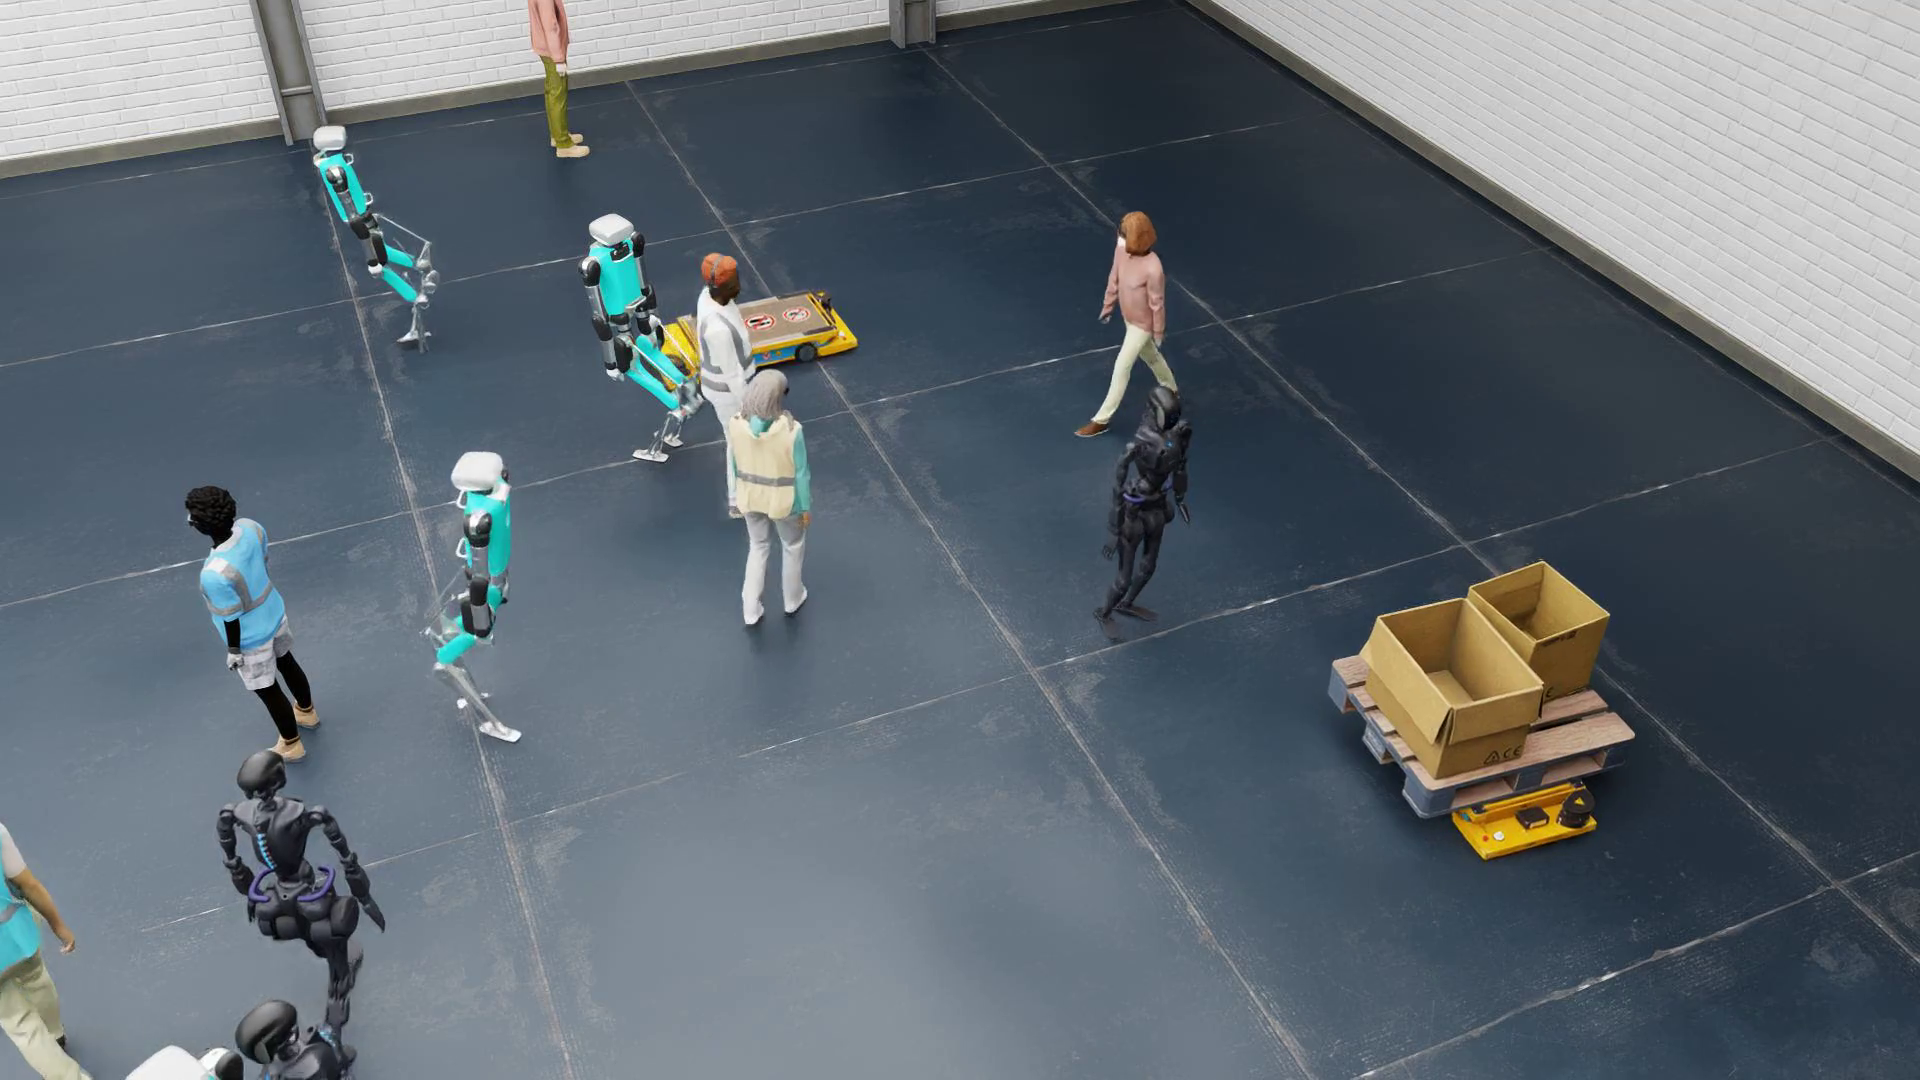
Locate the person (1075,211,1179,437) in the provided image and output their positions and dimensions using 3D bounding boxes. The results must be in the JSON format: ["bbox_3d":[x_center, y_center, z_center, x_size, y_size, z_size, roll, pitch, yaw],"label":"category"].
[{"bbox_3d":[1.185,-1.481,11.118,0.863,1.584,0.514,-15,40,-18],"label":"person"}]

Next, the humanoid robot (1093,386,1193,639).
[{"bbox_3d":[1.033,-0.170,9.352,0.616,1.644,0.379,-27,45,-30],"label":"humanoid robot"}]

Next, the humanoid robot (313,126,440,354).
[{"bbox_3d":[-4.020,-2.078,11.833,0.785,1.863,0.531,-14,40,-17],"label":"humanoid robot"}]

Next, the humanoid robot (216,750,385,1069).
[{"bbox_3d":[-2.816,1.557,7.137,0.609,1.624,0.787,1,38,1],"label":"humanoid robot"}]

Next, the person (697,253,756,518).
[{"bbox_3d":[-1.311,-0.929,10.173,0.527,1.874,0.595,-4,38,-5],"label":"person"}]

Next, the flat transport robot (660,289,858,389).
[{"bbox_3d":[-1.537,-1.483,12.204,1.431,0.231,0.659,-15,40,-19],"label":"flat transport robot"}]

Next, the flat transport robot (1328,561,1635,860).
[{"bbox_3d":[2.697,1.073,8.877,0.659,0.231,1.431,-11,39,-14],"label":"flat transport robot"}]

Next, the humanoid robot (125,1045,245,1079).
[{"bbox_3d":[-2.405,2.452,5.829,0.668,1.743,0.532,15,40,19],"label":"humanoid robot"}]

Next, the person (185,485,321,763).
[{"bbox_3d":[-3.636,0.435,8.533,0.316,1.695,0.540,1,38,1],"label":"person"}]

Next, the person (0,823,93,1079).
[{"bbox_3d":[-4.042,1.669,6.843,0.828,1.796,0.589,28,45,31],"label":"person"}]

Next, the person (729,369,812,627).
[{"bbox_3d":[-1.055,-0.224,9.391,0.491,1.693,0.462,10,39,13],"label":"person"}]

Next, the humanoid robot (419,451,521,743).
[{"bbox_3d":[-2.628,0.322,8.657,0.787,1.785,0.533,-1,38,-1],"label":"humanoid robot"}]

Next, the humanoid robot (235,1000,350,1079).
[{"bbox_3d":[-2.325,2.204,6.299,0.609,1.609,0.765,27,45,31],"label":"humanoid robot"}]

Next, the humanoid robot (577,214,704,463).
[{"bbox_3d":[-1.940,-1.224,10.552,0.735,1.677,0.533,20,42,24],"label":"humanoid robot"}]

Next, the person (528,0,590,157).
[{"bbox_3d":[-3.562,-4.272,14.549,0.346,1.834,0.537,-12,39,-16],"label":"person"}]
